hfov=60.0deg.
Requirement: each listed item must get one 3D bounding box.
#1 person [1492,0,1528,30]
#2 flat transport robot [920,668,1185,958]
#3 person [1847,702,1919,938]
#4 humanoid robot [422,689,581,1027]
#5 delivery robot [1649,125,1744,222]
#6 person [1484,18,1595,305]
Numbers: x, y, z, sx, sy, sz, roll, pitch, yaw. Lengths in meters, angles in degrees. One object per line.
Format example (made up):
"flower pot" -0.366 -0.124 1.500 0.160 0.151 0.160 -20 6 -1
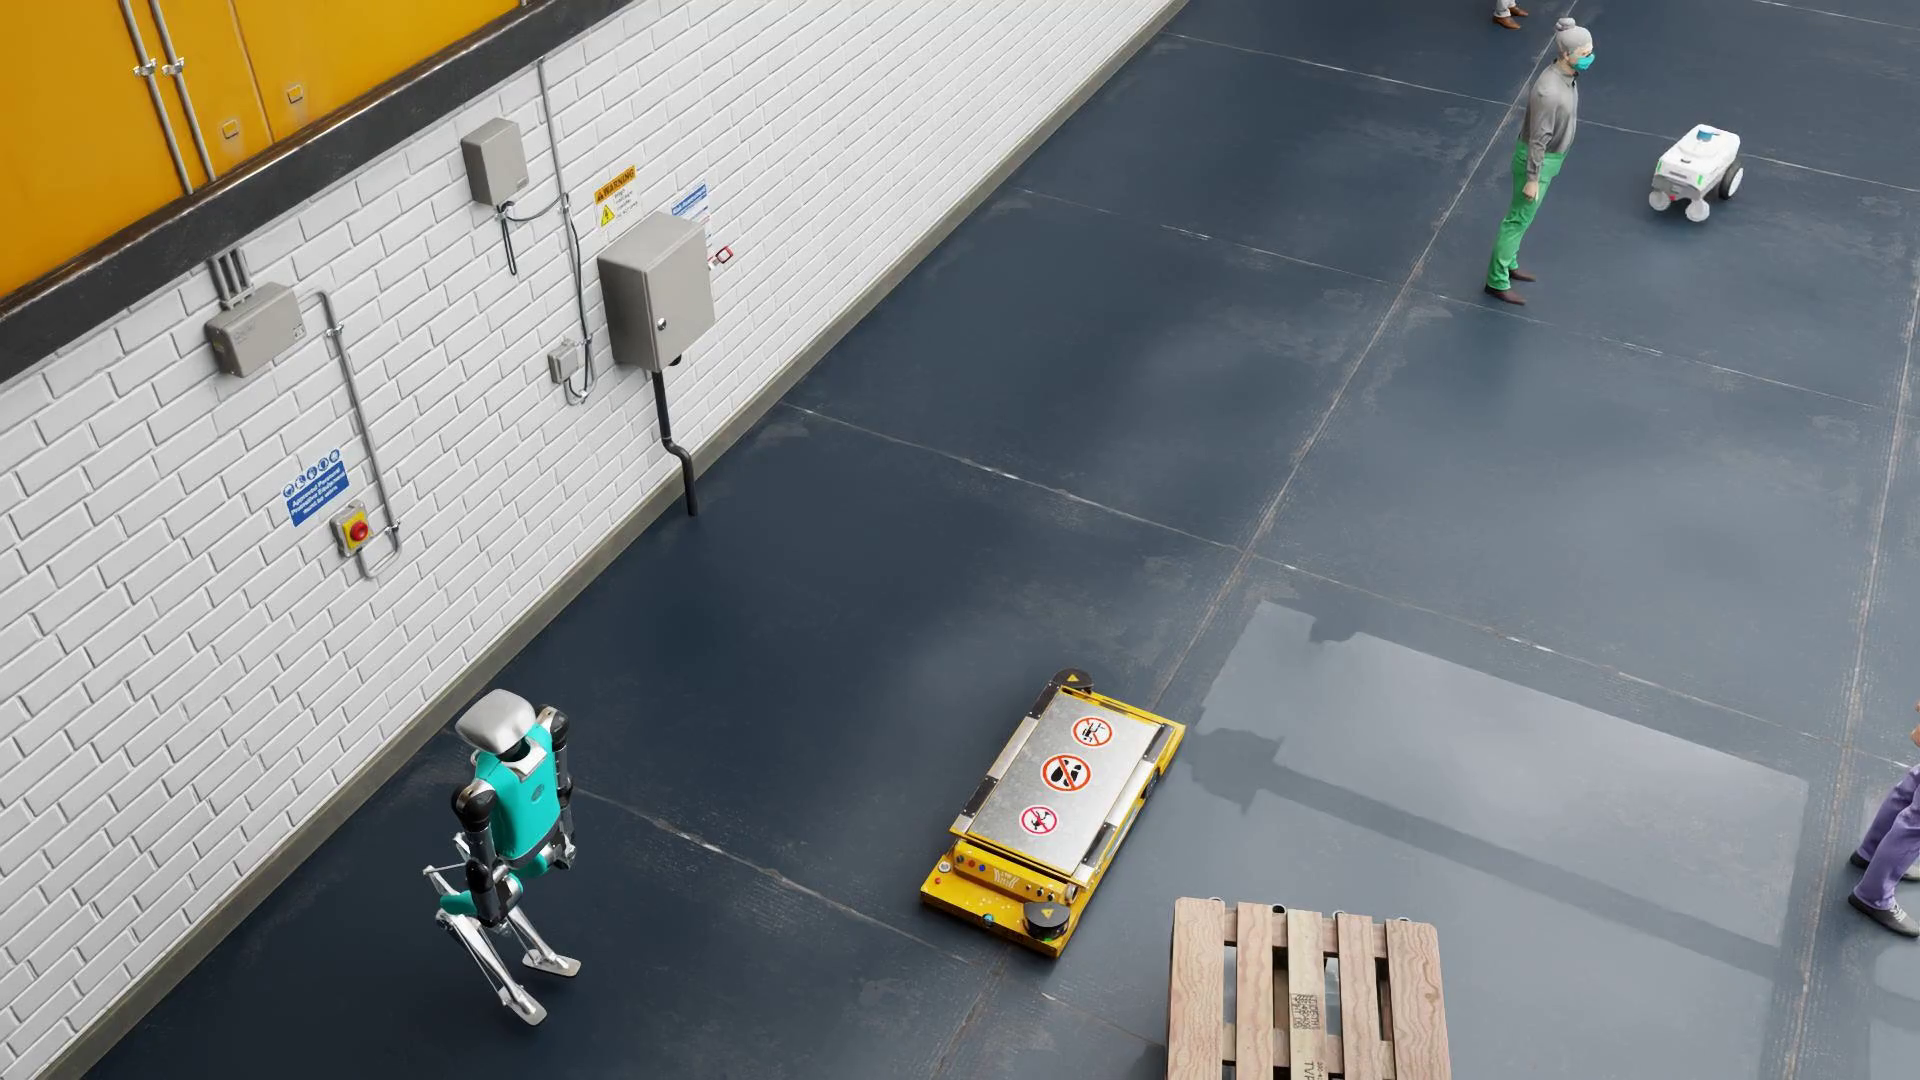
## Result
"person" 4.666 -5.056 13.638 0.308 1.650 0.471 19 44 21
"flat transport robot" 0.447 1.178 7.472 0.659 0.231 1.431 19 44 21
"person" 4.008 0.828 6.671 0.373 1.843 0.568 19 44 21
"humanoid robot" -1.786 1.151 6.277 0.735 1.677 0.533 19 44 21
"delivery robot" 5.162 -2.613 11.642 0.524 0.586 0.745 29 49 30
"person" 3.621 -2.368 10.380 0.326 1.839 0.523 19 44 21
